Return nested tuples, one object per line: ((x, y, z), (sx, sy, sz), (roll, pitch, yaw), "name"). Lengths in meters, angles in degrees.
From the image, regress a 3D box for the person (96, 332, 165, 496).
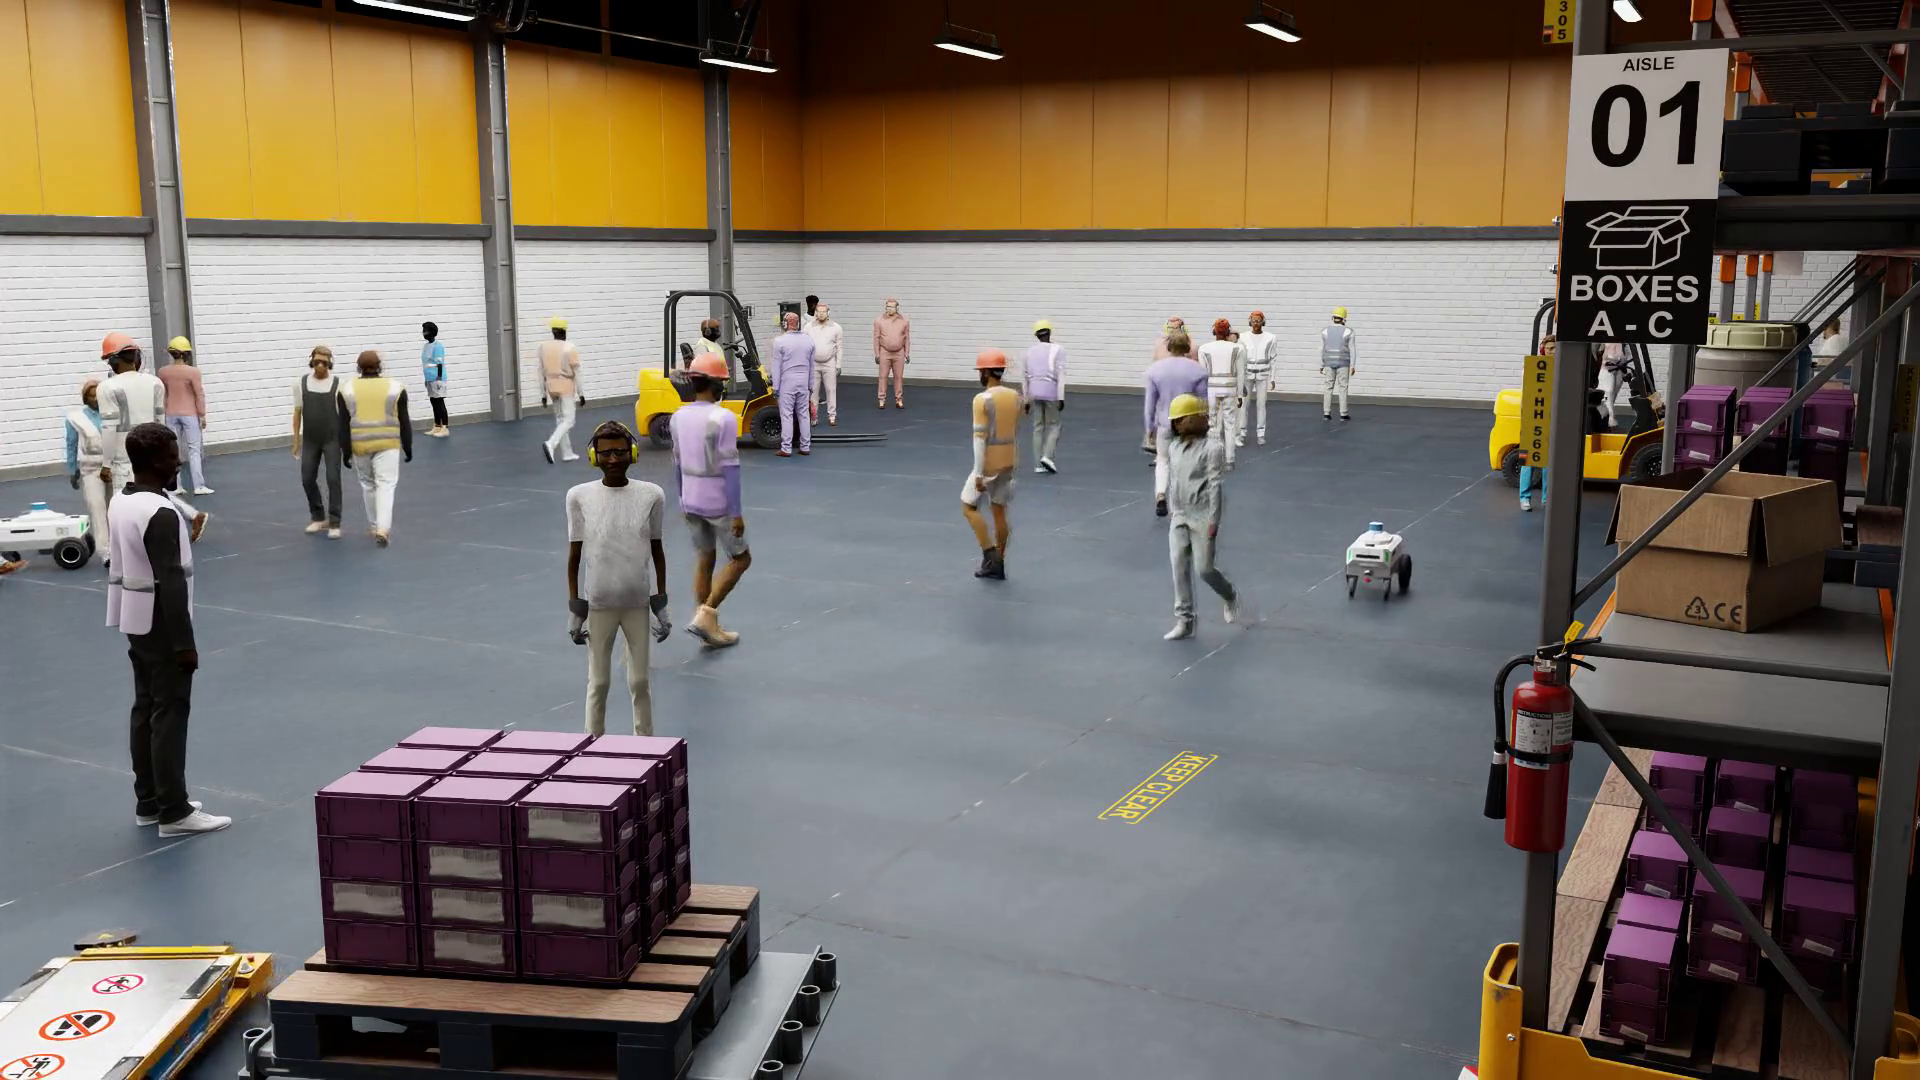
((-6.892, -0.704, 13.830), (0.385, 2.035, 0.605), (4, 11, 23), "person")

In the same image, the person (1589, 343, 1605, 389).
((8.519, -2.300, 23.047), (0.688, 2.000, 0.536), (-1, 10, -6), "person")

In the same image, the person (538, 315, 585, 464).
((-5.117, -1.915, 21.207), (0.599, 1.905, 0.789), (4, 11, 23), "person")

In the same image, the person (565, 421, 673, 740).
((-1.697, 0.335, 8.289), (0.516, 1.872, 0.327), (-3, 10, -18), "person")

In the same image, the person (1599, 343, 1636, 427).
((10.077, -2.617, 25.668), (0.618, 1.786, 1.021), (0, 10, -1), "person")

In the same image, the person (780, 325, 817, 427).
((-2.578, -2.584, 25.581), (0.589, 1.754, 0.389), (-9, 13, -41), "person")

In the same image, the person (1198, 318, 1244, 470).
((3.233, -1.805, 20.638), (0.576, 1.882, 0.355), (1, 10, 6), "person")

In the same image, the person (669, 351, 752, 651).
((-1.672, -0.247, 11.172), (0.644, 2.031, 0.422), (8, 13, 39), "person")

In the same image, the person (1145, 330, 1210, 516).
((2.175, -1.137, 16.650), (0.633, 1.923, 0.499), (3, 10, 15), "person")

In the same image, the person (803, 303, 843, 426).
((-2.148, -2.727, 25.895), (0.642, 1.913, 0.408), (0, 10, 1), "person")

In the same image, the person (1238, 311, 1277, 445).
((4.147, -2.272, 23.344), (0.575, 1.882, 0.359), (2, 10, 9), "person")

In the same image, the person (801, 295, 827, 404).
((-2.628, -3.363, 29.472), (0.391, 1.953, 0.610), (6, 11, 30), "person")

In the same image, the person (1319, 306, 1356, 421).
((6.057, -2.822, 26.671), (0.600, 1.829, 0.404), (5, 11, 28), "person")

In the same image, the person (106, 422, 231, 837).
((-3.707, 0.415, 7.686), (0.597, 1.916, 0.379), (10, 14, 44), "person")

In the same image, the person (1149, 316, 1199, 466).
((2.671, -1.854, 20.857), (0.639, 1.908, 0.409), (6, 12, 32), "person")

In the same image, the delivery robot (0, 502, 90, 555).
((-7.845, -0.079, 14.211), (0.707, 0.478, 0.477), (-4, 11, -20), "delivery robot")

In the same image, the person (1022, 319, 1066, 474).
((1.036, -1.750, 20.342), (0.633, 1.873, 0.586), (5, 11, 28), "person")

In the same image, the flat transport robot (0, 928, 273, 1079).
((-2.835, 1.630, 5.414), (0.652, 0.197, 1.431), (0, 10, -2), "flat transport robot")

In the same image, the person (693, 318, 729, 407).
((-3.205, -1.938, 21.524), (0.429, 1.847, 0.627), (1, 10, 7), "person")

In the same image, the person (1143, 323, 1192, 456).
((2.837, -1.960, 21.824), (0.924, 1.786, 0.611), (1, 10, 8), "person")

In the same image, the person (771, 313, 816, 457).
((-2.222, -2.051, 22.023), (0.644, 1.903, 0.401), (-8, 13, -39), "person")

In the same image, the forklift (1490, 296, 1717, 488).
((7.296, -1.677, 18.993), (2.313, 2.155, 1.214), (5, 11, 27), "forklift")

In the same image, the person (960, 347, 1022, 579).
((0.260, -0.619, 13.652), (0.562, 1.921, 0.394), (-9, 13, -43), "person")

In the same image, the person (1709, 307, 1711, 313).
((11.384, -2.663, 25.550), (0.932, 1.895, 0.574), (-6, 11, -30), "person")

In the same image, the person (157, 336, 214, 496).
((-8.613, -1.370, 18.455), (0.526, 1.768, 0.331), (1, 10, 7), "person")

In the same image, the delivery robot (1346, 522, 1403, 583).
((3.283, 0.103, 13.158), (0.477, 0.478, 0.707), (4, 11, 23), "delivery robot")

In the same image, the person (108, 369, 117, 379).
((-7.855, -0.839, 15.784), (0.573, 1.615, 0.514), (-7, 12, -34), "person")

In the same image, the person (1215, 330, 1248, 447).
((3.753, -2.102, 23.092), (0.509, 1.630, 0.314), (-3, 10, -16), "person")

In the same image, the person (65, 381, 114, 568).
((-7.380, -0.573, 14.343), (0.519, 1.589, 0.853), (-8, 13, -39), "person")

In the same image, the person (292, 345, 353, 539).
((-6.018, -0.925, 15.692), (0.567, 1.831, 0.440), (-1, 10, -8), "person")

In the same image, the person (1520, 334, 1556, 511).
((6.113, -1.222, 17.364), (0.564, 1.847, 0.396), (-1, 10, -4), "person")

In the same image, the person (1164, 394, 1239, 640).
((1.670, -0.168, 11.623), (0.561, 1.717, 0.498), (-9, 13, -42), "person")

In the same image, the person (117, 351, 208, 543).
((-7.403, -0.838, 15.191), (0.799, 1.839, 0.502), (-5, 11, -27), "person")

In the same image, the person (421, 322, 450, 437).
((-7.695, -2.350, 24.357), (0.320, 1.694, 0.537), (-8, 13, -39), "person")

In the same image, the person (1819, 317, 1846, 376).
((10.903, -1.835, 20.820), (0.382, 1.899, 0.794), (5, 11, 29), "person")

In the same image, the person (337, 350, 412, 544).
((-5.439, -0.860, 15.476), (0.622, 1.800, 0.966), (-2, 10, -13), "person")

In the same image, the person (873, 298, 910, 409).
((-1.168, -3.207, 28.699), (0.643, 1.905, 0.400), (-2, 10, -11), "person")

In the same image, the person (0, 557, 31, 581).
((-8.009, -0.531, 13.227), (0.952, 1.892, 0.646), (-4, 10, -20), "person")

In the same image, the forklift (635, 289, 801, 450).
((-3.358, -2.392, 23.136), (2.313, 2.155, 1.214), (-1, 10, -5), "forklift")
